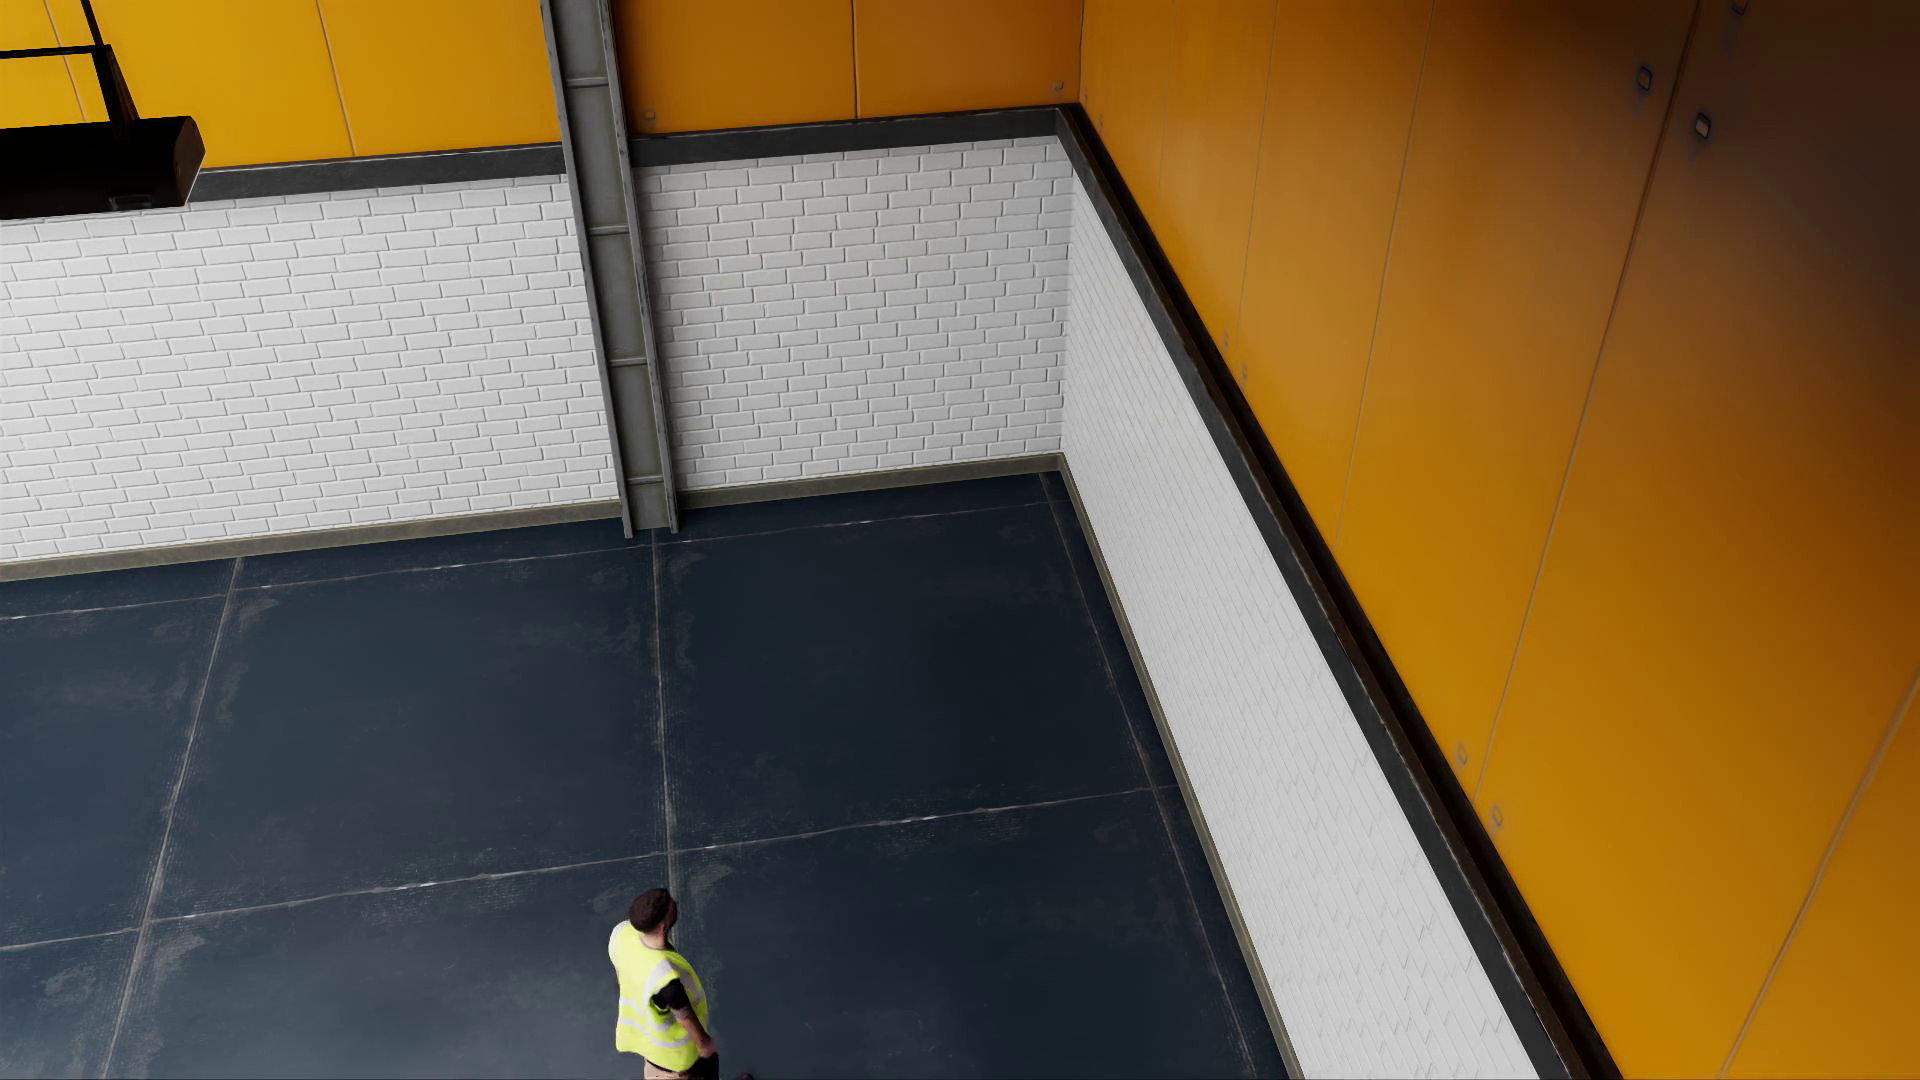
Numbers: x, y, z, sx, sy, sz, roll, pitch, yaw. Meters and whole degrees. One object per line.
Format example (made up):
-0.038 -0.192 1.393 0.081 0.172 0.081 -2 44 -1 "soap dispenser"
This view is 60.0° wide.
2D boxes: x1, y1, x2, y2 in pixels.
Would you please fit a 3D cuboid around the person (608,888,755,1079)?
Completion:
-1.450 2.376 7.914 1.252 1.815 1.001 -22 43 -25 "person"
